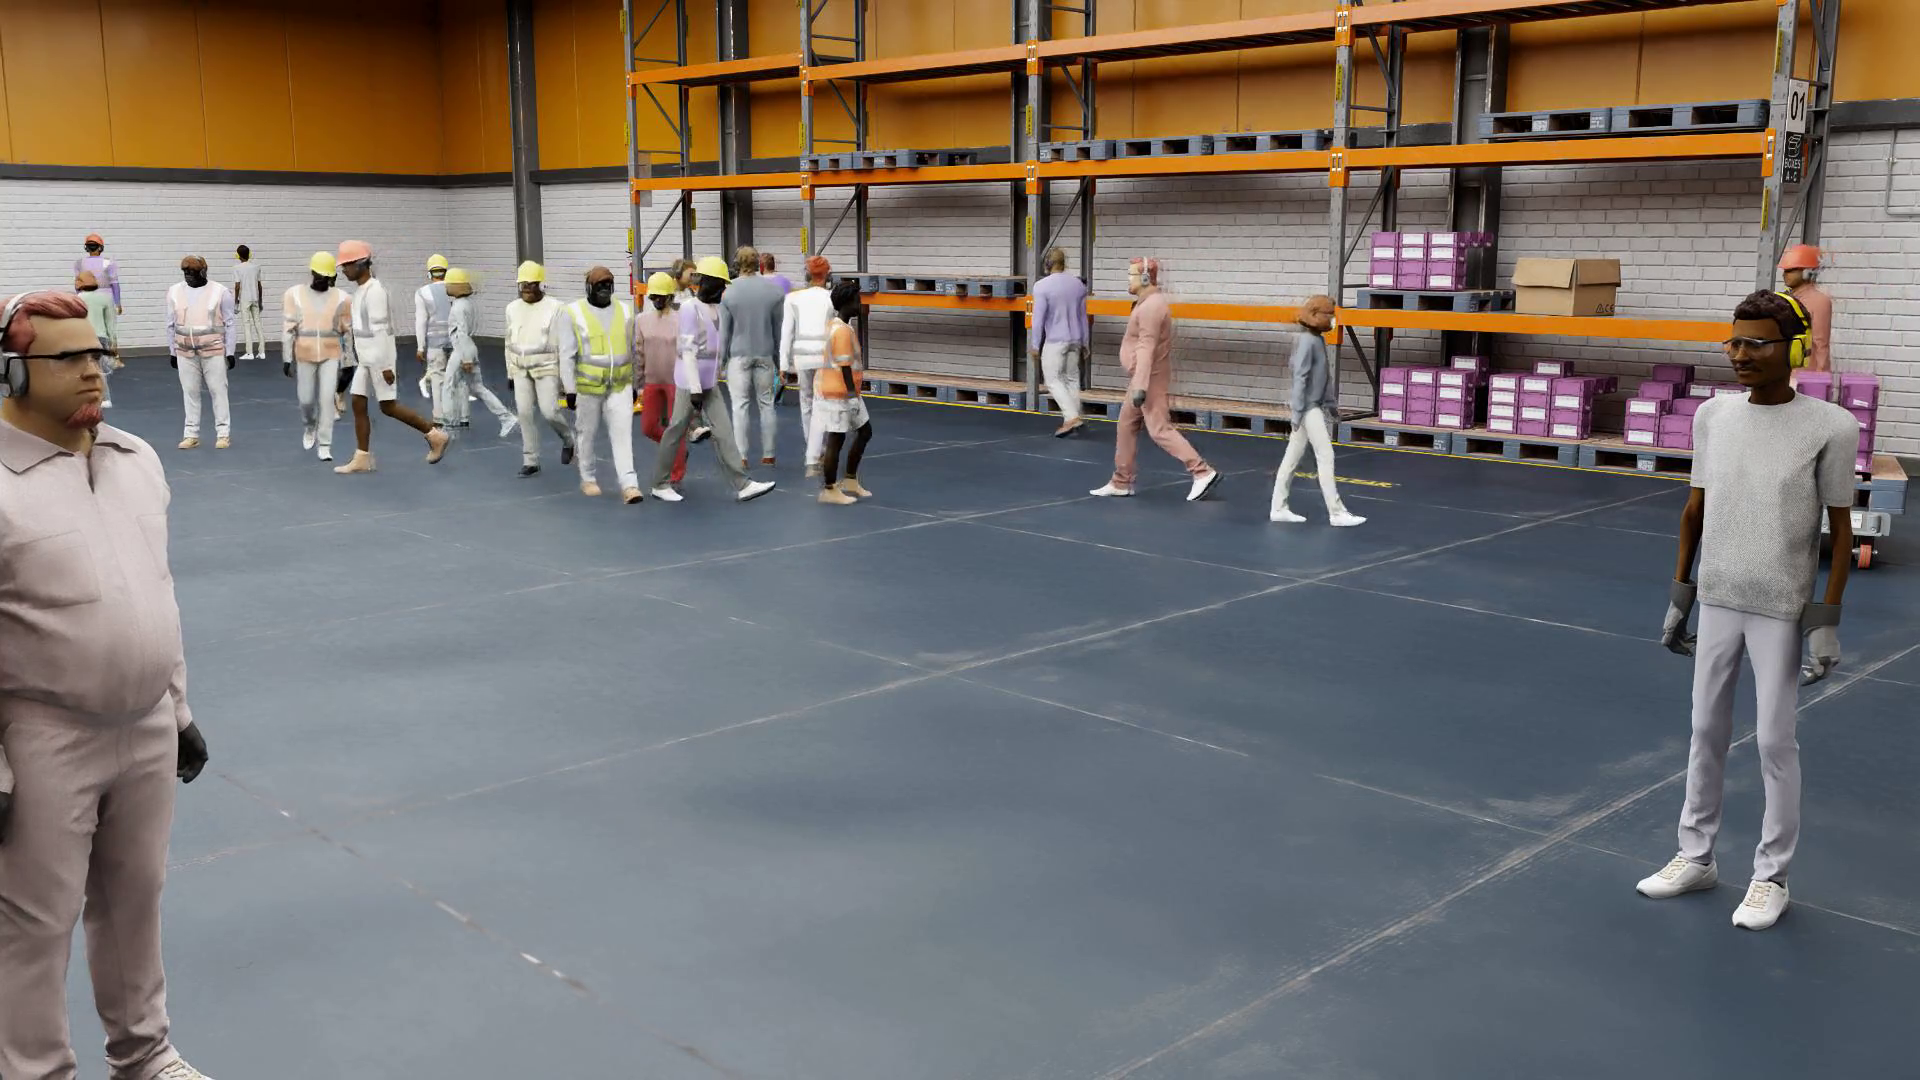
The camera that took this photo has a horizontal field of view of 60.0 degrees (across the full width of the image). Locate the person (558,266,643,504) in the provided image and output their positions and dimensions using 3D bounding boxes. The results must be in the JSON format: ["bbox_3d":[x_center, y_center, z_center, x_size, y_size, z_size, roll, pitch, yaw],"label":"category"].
[{"bbox_3d":[-2.722,-1.174,12.646,0.649,1.789,0.975,-6,12,-30],"label":"person"}]

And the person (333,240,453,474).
[{"bbox_3d":[-4.894,-1.562,14.218,0.917,2.002,0.649,-7,13,-34],"label":"person"}]

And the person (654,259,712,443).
[{"bbox_3d":[-2.723,-1.829,16.206,0.591,1.780,0.965,-7,13,-34],"label":"person"}]

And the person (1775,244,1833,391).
[{"bbox_3d":[6.455,-1.269,12.704,0.906,1.967,0.631,-1,10,-5],"label":"person"}]

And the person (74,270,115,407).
[{"bbox_3d":[-10.329,-2.371,19.651,0.766,1.601,0.520,5,12,27],"label":"person"}]

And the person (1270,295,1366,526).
[{"bbox_3d":[2.541,-0.895,11.600,0.769,1.599,0.510,3,11,18],"label":"person"}]

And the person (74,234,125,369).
[{"bbox_3d":[-13.003,-3.591,25.145,0.605,2.034,0.391,-2,11,-12],"label":"person"}]

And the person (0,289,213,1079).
[{"bbox_3d":[-1.897,0.422,3.605,0.411,1.911,0.643,3,11,16],"label":"person"}]

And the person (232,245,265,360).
[{"bbox_3d":[-11.632,-3.876,27.170,0.330,1.865,0.518,7,13,35],"label":"person"}]

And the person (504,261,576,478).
[{"bbox_3d":[-3.542,-1.445,14.044,0.598,1.815,0.618,3,11,16],"label":"person"}]

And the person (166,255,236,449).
[{"bbox_3d":[-7.199,-1.775,15.788,0.622,1.837,0.430,-1,10,-4],"label":"person"}]

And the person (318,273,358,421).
[{"bbox_3d":[-6.897,-2.153,18.253,0.543,1.679,0.431,-7,12,-33],"label":"person"}]

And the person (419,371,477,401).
[{"bbox_3d":[-6.310,-2.514,20.426,0.718,1.609,0.511,5,11,25],"label":"person"}]

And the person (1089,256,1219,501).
[{"bbox_3d":[1.513,-1.229,12.722,0.934,1.872,0.653,1,10,4],"label":"person"}]

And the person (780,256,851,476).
[{"bbox_3d":[-1.199,-1.501,14.277,0.588,1.839,0.923,2,11,12],"label":"person"}]

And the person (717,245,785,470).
[{"bbox_3d":[-1.811,-1.572,14.395,0.636,1.939,0.356,-5,11,-24],"label":"person"}]

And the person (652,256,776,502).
[{"bbox_3d":[-1.919,-1.200,12.581,1.018,1.850,0.622,4,11,21],"label":"person"}]

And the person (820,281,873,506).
[{"bbox_3d":[-0.812,-1.083,12.408,0.497,1.677,0.560,0,10,-2],"label":"person"}]

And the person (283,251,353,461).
[{"bbox_3d":[-5.836,-1.677,15.125,0.643,1.884,0.708,-4,11,-22],"label":"person"}]

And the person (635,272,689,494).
[{"bbox_3d":[-2.294,-1.231,13.072,0.580,1.740,0.522,3,11,18],"label":"person"}]

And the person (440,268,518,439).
[{"bbox_3d":[-4.866,-1.845,16.505,0.808,1.710,0.484,0,10,-3],"label":"person"}]

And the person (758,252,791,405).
[{"bbox_3d":[-2.220,-2.497,19.756,0.559,1.829,0.498,-7,12,-33],"label":"person"}]

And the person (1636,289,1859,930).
[{"bbox_3d":[2.326,0.205,4.895,0.310,1.868,0.532,-8,13,-36],"label":"person"}]

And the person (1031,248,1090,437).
[{"bbox_3d":[1.065,-1.975,16.744,0.680,1.899,0.679,-7,13,-35],"label":"person"}]

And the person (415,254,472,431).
[{"bbox_3d":[-5.338,-2.029,17.198,0.586,1.825,0.404,-7,13,-35],"label":"person"}]

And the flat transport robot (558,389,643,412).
[{"bbox_3d":[-4.007,-1.642,19.330,1.431,0.197,0.652,8,13,37],"label":"flat transport robot"}]

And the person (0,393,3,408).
[{"bbox_3d":[-6.795,-0.842,11.367,0.893,1.589,0.527,5,12,27],"label":"person"}]
